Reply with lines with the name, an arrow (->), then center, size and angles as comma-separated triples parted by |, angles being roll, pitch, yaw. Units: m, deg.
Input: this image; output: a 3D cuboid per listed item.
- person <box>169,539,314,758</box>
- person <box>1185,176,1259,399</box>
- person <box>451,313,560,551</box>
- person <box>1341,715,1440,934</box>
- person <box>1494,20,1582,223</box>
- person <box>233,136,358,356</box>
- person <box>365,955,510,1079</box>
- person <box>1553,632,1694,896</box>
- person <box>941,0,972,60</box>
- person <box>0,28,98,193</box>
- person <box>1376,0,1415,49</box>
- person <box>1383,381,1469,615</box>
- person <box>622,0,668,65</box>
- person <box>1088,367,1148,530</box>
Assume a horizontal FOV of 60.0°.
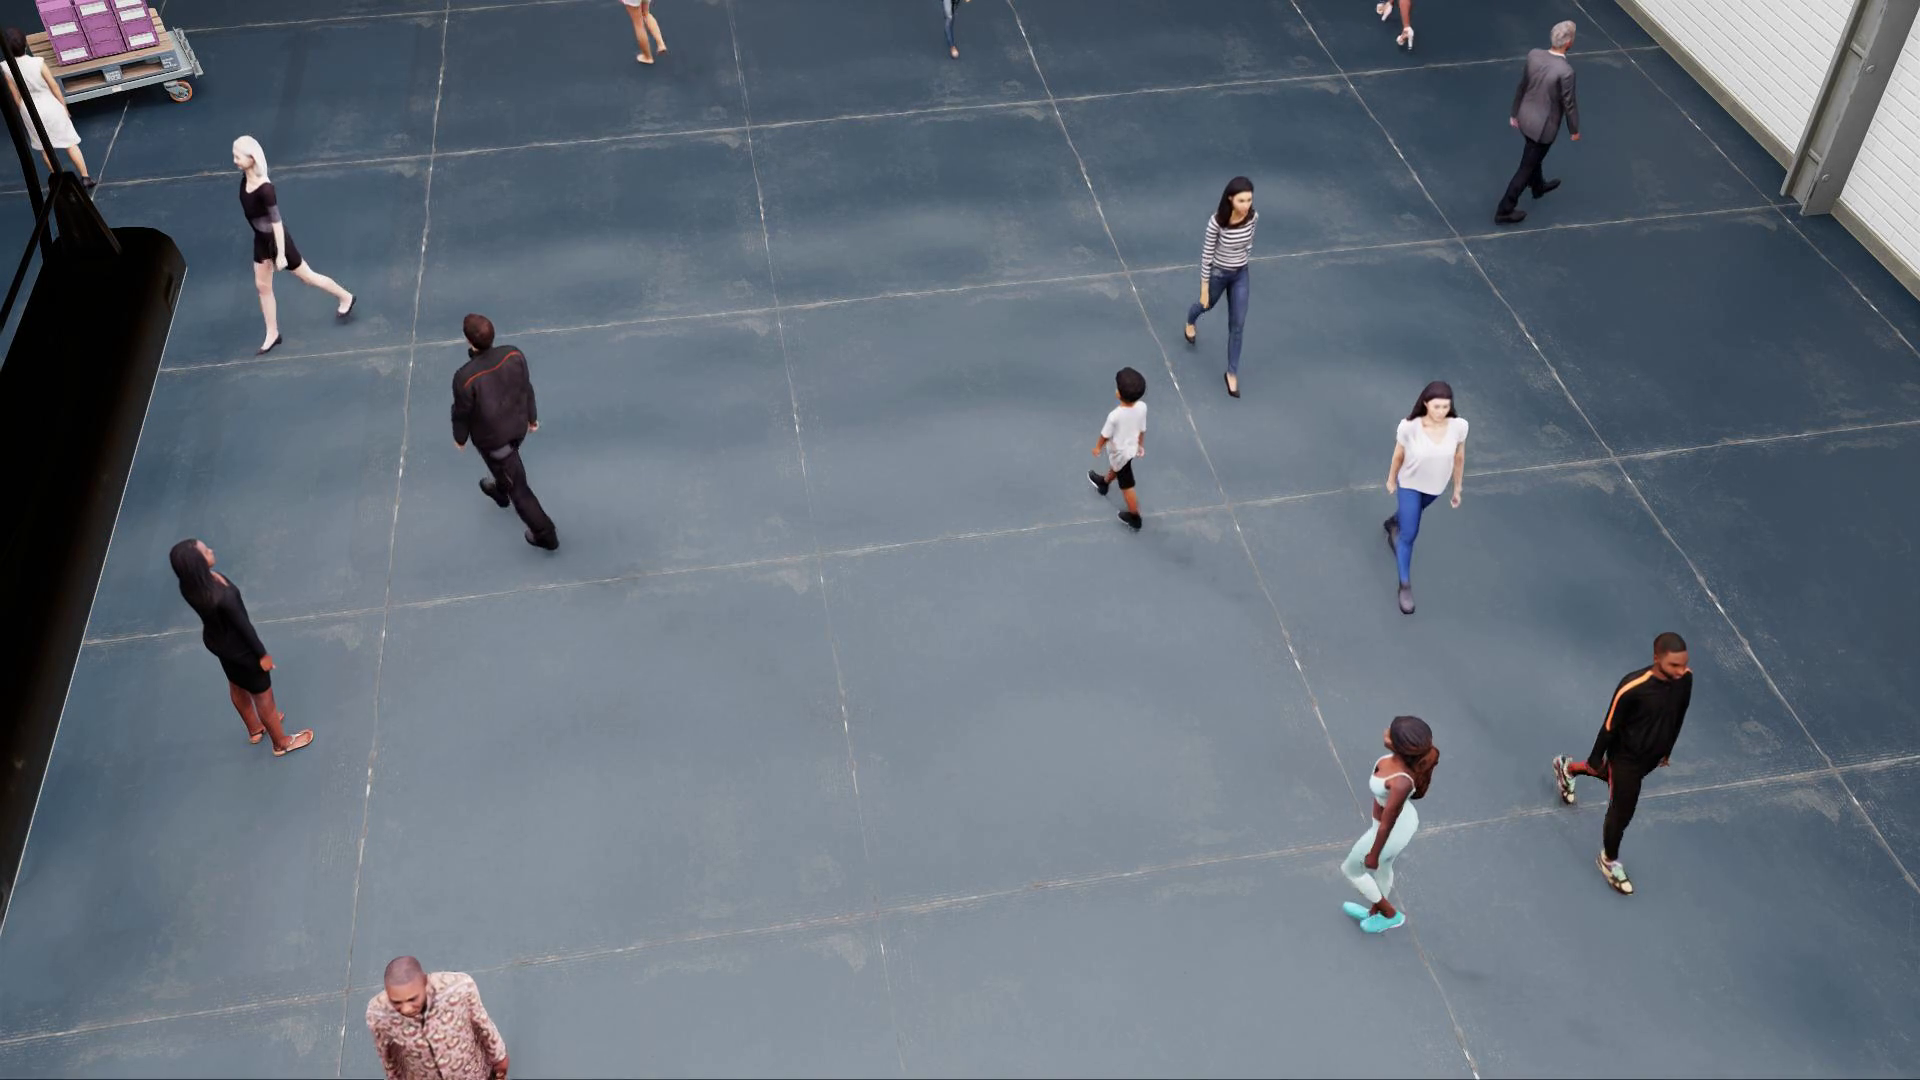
person -> -4.315, 0.630, 9.907 | 0.674, 1.720, 0.734 | 26, 49, 25
person -> 1.961, -2.011, 12.656 | 0.737, 1.751, 1.172 | -14, 45, -14
person -> -3.044, -0.677, 11.223 | 1.258, 1.796, 1.185 | 28, 50, 26
person -> 2.367, 1.589, 8.904 | 0.784, 1.716, 0.719 | 19, 47, 19
person -> 4.907, -3.530, 14.208 | 0.917, 1.811, 1.046 | -16, 46, -17
person -> -5.236, -2.328, 12.963 | 1.149, 1.788, 1.102 | 34, 53, 30
person -> -2.441, 2.453, 7.940 | 0.793, 1.794, 0.917 | -14, 45, -15
person -> 3.737, 1.122, 9.352 | 0.769, 1.774, 1.186 | -14, 45, -14
person -> -0.096, -5.562, 16.733 | 0.538, 1.270, 0.943 | -11, 45, -12
person -> -8.068, -3.772, 14.647 | 0.570, 1.555, 0.535 | -11, 45, -12
person -> 4.525, -5.800, 16.644 | 0.699, 1.737, 1.111 | -13, 45, -13
person -> 3.044, -0.412, 11.056 | 0.653, 1.643, 1.112 | -4, 44, -4
person -> -3.129, -5.399, 16.316 | 0.772, 1.609, 0.712 | 31, 52, 28
person -> 1.170, -0.608, 11.564 | 0.736, 1.227, 0.931 | -27, 50, -26
